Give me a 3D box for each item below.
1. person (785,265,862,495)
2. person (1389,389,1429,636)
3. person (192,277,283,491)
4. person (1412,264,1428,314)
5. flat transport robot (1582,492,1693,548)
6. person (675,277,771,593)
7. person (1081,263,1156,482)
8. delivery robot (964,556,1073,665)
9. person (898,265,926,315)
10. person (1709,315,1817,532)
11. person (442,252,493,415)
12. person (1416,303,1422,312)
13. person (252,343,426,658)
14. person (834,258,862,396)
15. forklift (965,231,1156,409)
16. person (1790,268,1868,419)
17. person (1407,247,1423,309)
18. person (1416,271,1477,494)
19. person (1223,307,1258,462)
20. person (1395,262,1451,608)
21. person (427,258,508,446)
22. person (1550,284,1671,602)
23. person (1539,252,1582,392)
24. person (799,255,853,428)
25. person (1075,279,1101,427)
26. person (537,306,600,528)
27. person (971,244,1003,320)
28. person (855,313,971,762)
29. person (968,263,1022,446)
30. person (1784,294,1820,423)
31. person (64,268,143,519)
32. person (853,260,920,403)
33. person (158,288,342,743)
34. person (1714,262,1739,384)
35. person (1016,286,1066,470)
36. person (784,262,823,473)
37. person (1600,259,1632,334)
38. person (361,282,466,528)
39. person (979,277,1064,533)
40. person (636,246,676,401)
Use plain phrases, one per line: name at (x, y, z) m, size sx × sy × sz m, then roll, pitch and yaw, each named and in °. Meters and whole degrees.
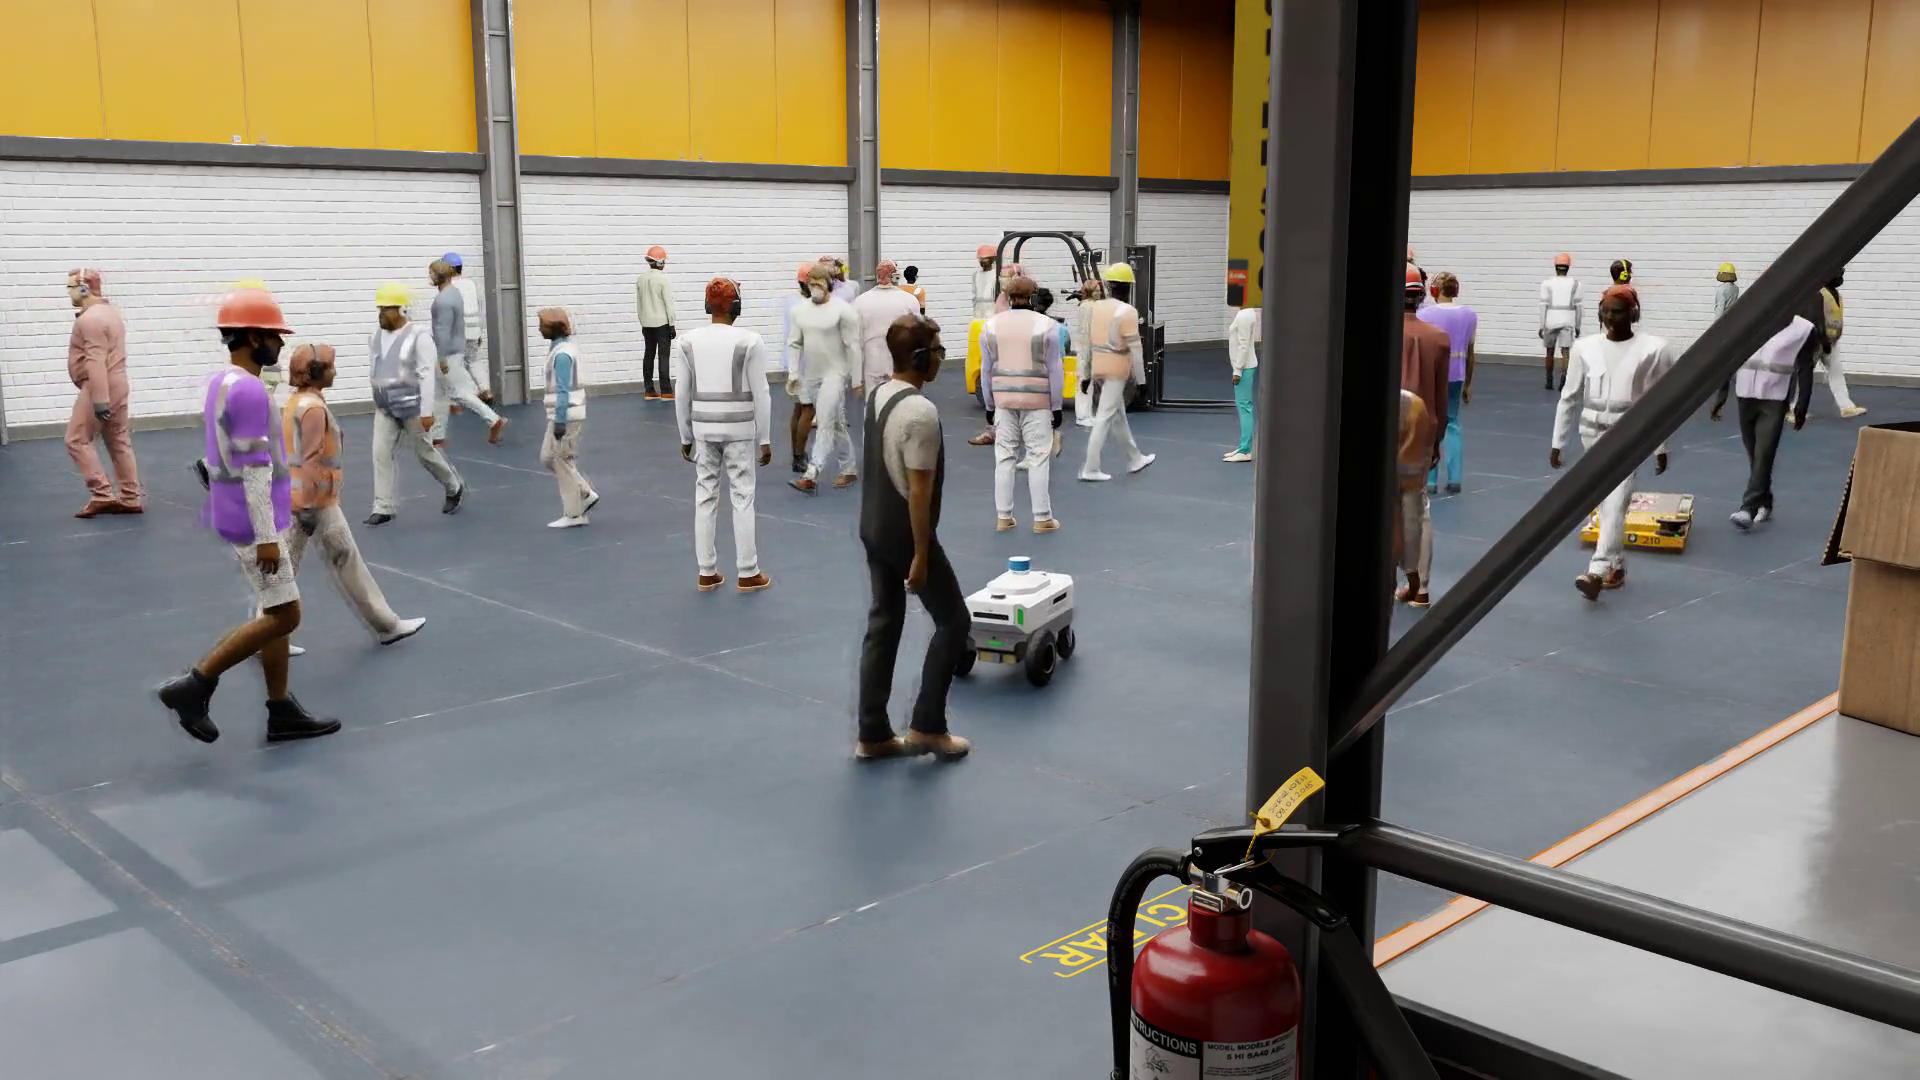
person at (-1.178, -1.318, 13.757) m, size 0.629 × 1.874 × 1.013 m, roll 7°, pitch 13°, yaw 34°
person at (1.470, 0.035, 6.297) m, size 0.546 × 1.923 × 0.520 m, roll 5°, pitch 11°, yaw 24°
person at (-5.878, -1.257, 13.675) m, size 0.802 × 1.799 × 0.589 m, roll -3°, pitch 11°, yaw -14°
person at (2.856, -0.817, 10.850) m, size 0.574 × 1.942 × 0.631 m, roll -7°, pitch 12°, yaw -33°
flat transport robot at (4.870, -0.171, 11.907) m, size 0.652 × 0.197 × 1.431 m, roll 5°, pitch 11°, yaw 25°
person at (-1.407, -0.619, 9.952) m, size 0.583 × 1.880 × 0.337 m, roll 3°, pitch 11°, yaw 14°
person at (1.427, -1.461, 14.514) m, size 0.955 × 1.882 × 0.616 m, roll -6°, pitch 12°, yaw -32°
delivery robot at (0.292, 0.324, 8.153) m, size 0.477 × 0.478 × 0.707 m, roll 5°, pitch 11°, yaw 24°
person at (-0.739, -3.207, 24.591) m, size 0.530 × 1.689 × 0.322 m, roll 5°, pitch 12°, yaw 26°
person at (5.828, -1.003, 12.103) m, size 0.588 × 1.863 × 1.016 m, roll 10°, pitch 14°, yaw 44°
person at (-5.926, -2.447, 19.767) m, size 0.557 × 1.933 × 0.662 m, roll 6°, pitch 12°, yaw 29°
person at (4.047, -1.690, 15.797) m, size 0.653 × 1.881 × 1.037 m, roll 0°, pitch 10°, yaw 3°
person at (-3.235, -0.203, 8.461) m, size 0.875 × 1.582 × 0.534 m, roll -7°, pitch 13°, yaw -34°
person at (-1.554, -2.795, 21.951) m, size 0.540 × 1.829 × 0.516 m, roll -1°, pitch 10°, yaw -5°
forklift at (1.222, -2.721, 20.561) m, size 2.313 × 2.155 × 1.214 m, roll 2°, pitch 11°, yaw 13°
person at (10.072, -2.282, 19.219) m, size 0.654 × 1.799 × 0.918 m, roll -8°, pitch 13°, yaw -37°
person at (5.931, -2.939, 22.326) m, size 0.644 × 1.981 × 0.566 m, roll -2°, pitch 11°, yaw -12°
person at (3.978, -1.292, 13.728) m, size 0.576 × 1.842 × 0.380 m, roll -3°, pitch 11°, yaw -16°
person at (2.655, -1.619, 15.718) m, size 0.307 × 1.770 × 0.525 m, roll 2°, pitch 11°, yaw 12°
person at (2.482, -0.583, 9.482) m, size 0.618 × 1.985 × 0.408 m, roll -4°, pitch 11°, yaw -20°
person at (-5.060, -1.871, 16.740) m, size 0.873 × 1.916 × 0.637 m, roll -2°, pitch 11°, yaw -10°
person at (3.789, -0.567, 9.782) m, size 0.609 × 1.834 × 0.972 m, roll 9°, pitch 14°, yaw 41°
person at (8.195, -2.967, 22.704) m, size 0.554 × 1.912 × 0.863 m, roll 2°, pitch 11°, yaw 13°
person at (-1.471, -2.206, 18.540) m, size 0.651 × 1.907 × 0.409 m, roll -4°, pitch 11°, yaw -20°
person at (1.450, -2.098, 18.673) m, size 0.313 × 1.642 × 0.513 m, roll 4°, pitch 11°, yaw 20°
person at (-2.890, -0.882, 12.071) m, size 0.363 × 1.619 × 0.534 m, roll -3°, pitch 11°, yaw -16°
person at (0.468, -3.234, 23.862) m, size 0.622 × 2.022 × 0.889 m, roll 7°, pitch 13°, yaw 34°
person at (-0.180, 0.006, 6.713) m, size 0.591 × 1.826 × 0.529 m, roll -7°, pitch 13°, yaw -34°
person at (0.566, -1.907, 17.059) m, size 1.003 × 1.863 × 0.655 m, roll -4°, pitch 11°, yaw -21°
person at (9.415, -2.323, 18.811) m, size 0.712 × 2.000 × 0.542 m, roll -7°, pitch 12°, yaw -34°
person at (-6.552, -1.104, 12.587) m, size 0.592 × 1.885 × 0.673 m, roll -2°, pitch 11°, yaw -12°
person at (-0.661, -1.625, 15.380) m, size 0.645 × 1.903 × 0.400 m, roll 1°, pitch 10°, yaw 7°
person at (-2.967, -0.073, 6.860) m, size 0.601 × 1.922 × 0.556 m, roll -6°, pitch 12°, yaw -29°
person at (10.943, -3.099, 23.854) m, size 0.485 × 1.745 × 0.296 m, roll -8°, pitch 13°, yaw -38°
person at (0.764, -1.492, 15.259) m, size 0.544 × 1.675 × 0.676 m, roll 9°, pitch 13°, yaw 39°
person at (-1.432, -1.576, 15.154) m, size 0.380 × 1.900 × 0.795 m, roll -3°, pitch 11°, yaw -17°
person at (7.178, -2.122, 18.180) m, size 0.328 × 1.874 × 0.512 m, roll -2°, pitch 11°, yaw -9°
person at (-4.106, -1.022, 12.398) m, size 0.600 × 1.800 × 0.884 m, roll 5°, pitch 11°, yaw 25°
person at (0.460, -0.966, 11.972) m, size 0.621 × 1.839 × 0.429 m, roll 4°, pitch 11°, yaw 22°
person at (-3.910, -2.798, 21.528) m, size 0.612 × 1.995 × 0.382 m, roll 7°, pitch 12°, yaw 33°
